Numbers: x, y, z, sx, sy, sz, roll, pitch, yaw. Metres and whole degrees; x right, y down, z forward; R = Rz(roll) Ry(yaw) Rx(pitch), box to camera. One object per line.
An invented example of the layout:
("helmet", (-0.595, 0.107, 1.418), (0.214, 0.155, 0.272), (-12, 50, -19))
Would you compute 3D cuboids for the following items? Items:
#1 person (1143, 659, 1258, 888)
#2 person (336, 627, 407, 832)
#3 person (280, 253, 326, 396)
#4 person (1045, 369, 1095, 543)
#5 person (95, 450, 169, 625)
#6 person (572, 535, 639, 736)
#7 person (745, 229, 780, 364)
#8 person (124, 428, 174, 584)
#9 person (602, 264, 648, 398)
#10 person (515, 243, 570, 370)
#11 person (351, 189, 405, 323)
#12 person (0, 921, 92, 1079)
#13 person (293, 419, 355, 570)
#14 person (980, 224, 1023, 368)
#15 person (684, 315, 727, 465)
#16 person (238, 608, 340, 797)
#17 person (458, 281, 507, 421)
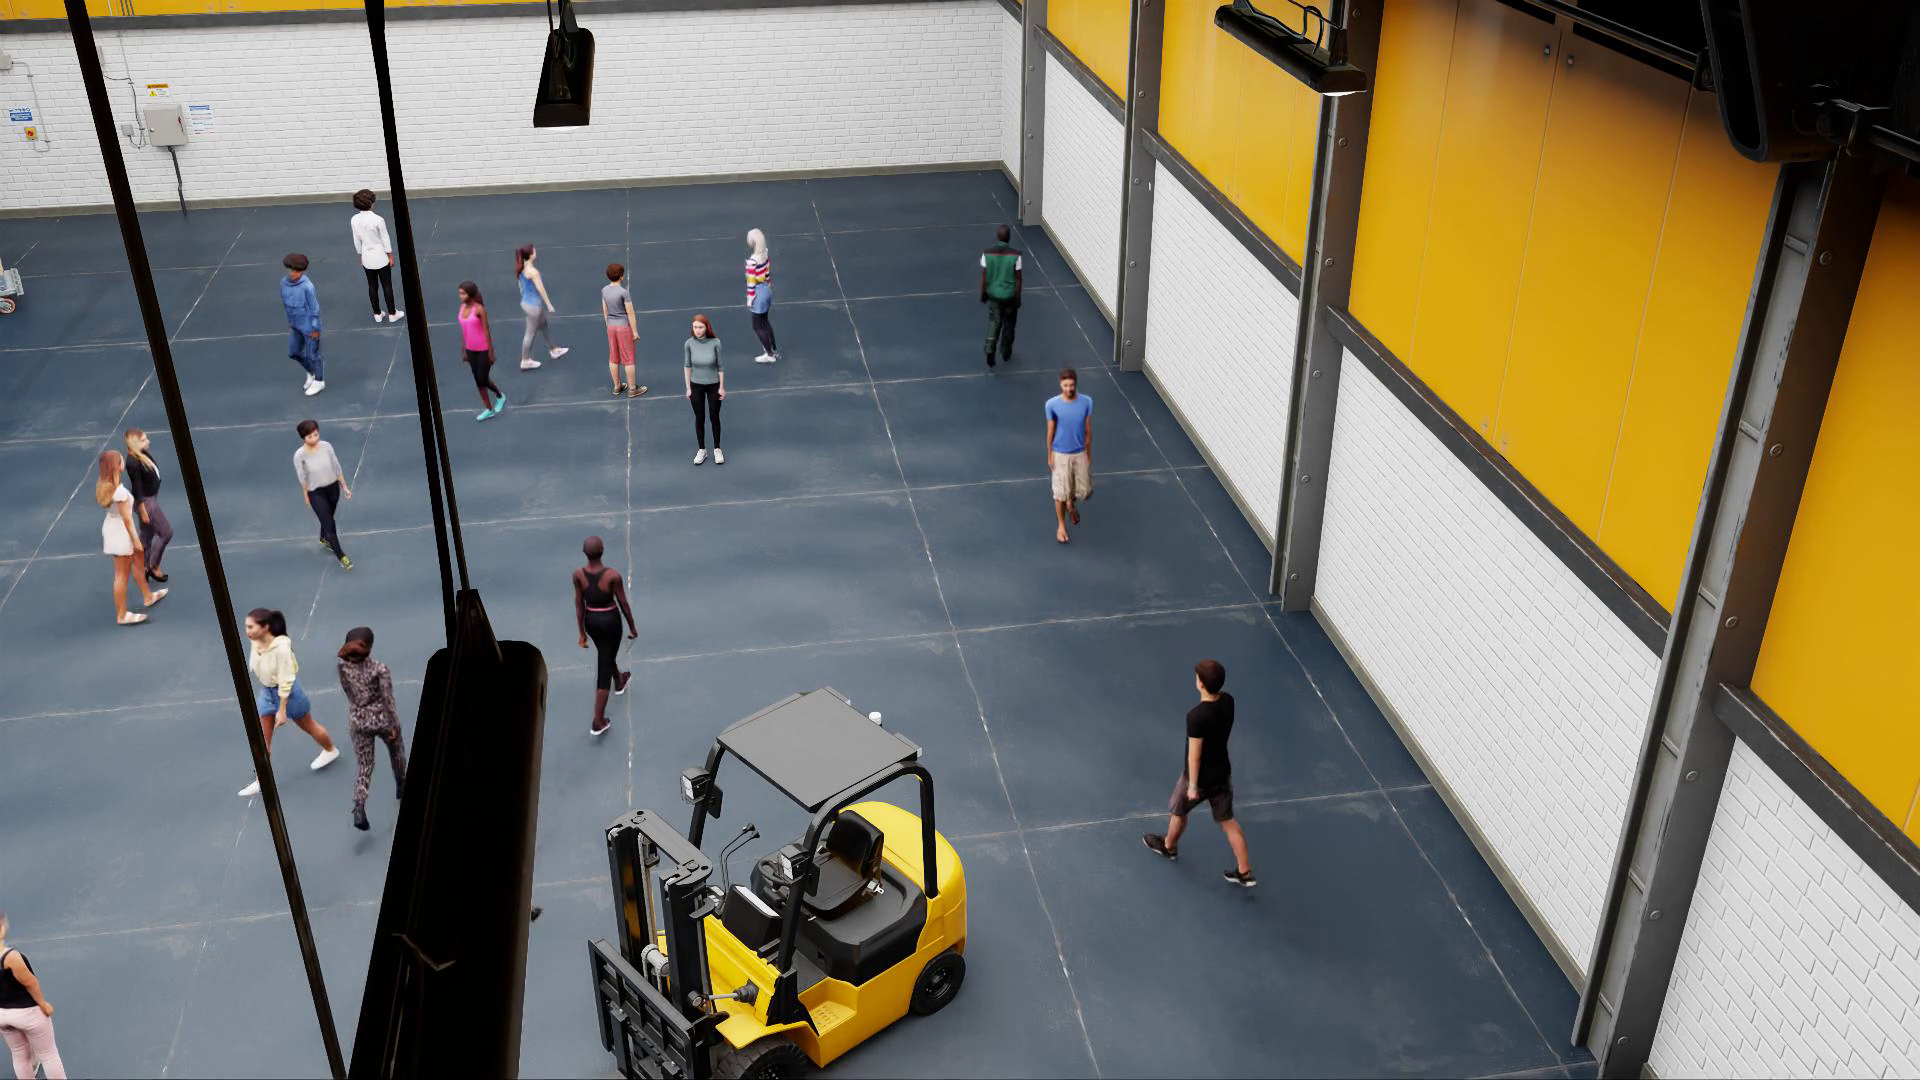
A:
("person", (1.876, 1.737, 12.087), (1.122, 1.824, 1.320), (-23, 36, -36))
("person", (-4.545, 1.445, 12.759), (0.732, 1.693, 1.125), (2, 29, 3))
("person", (-7.881, -2.644, 20.159), (0.820, 1.786, 0.852), (14, 32, 24))
("person", (1.090, -0.914, 16.926), (0.649, 1.844, 0.744), (-4, 29, -8))
("person", (-7.836, -0.005, 15.445), (0.865, 1.666, 0.843), (-21, 35, -33))
("person", (-3.007, 0.817, 13.899), (0.875, 1.704, 1.271), (4, 29, 7))
("person", (-2.490, -3.077, 20.958), (0.841, 1.779, 0.677), (17, 33, 29))
("person", (-7.922, -0.305, 16.009), (0.755, 1.652, 0.625), (-12, 31, -22))
("person", (-4.111, -2.539, 20.106), (0.662, 1.651, 0.689), (12, 31, 20))
("person", (-5.428, -2.896, 20.831), (0.871, 1.583, 0.946), (-17, 33, -29))
("person", (-7.834, -3.804, 22.261), (0.693, 1.809, 0.668), (3, 29, 6))
("person", (-5.782, 2.900, 10.228), (0.584, 1.563, 0.598), (3, 29, 6))
("person", (-6.359, -0.506, 16.524), (1.084, 1.513, 0.967), (23, 36, 36))
("person", (0.514, -3.028, 20.825), (0.960, 1.821, 1.153), (8, 30, 14))
("person", (-2.816, -1.674, 18.425), (0.615, 1.743, 0.572), (-1, 29, -2))
("person", (-5.325, 1.234, 13.263), (1.074, 1.581, 1.181), (16, 32, 26))
("person", (-5.576, -2.243, 19.498), (0.736, 1.715, 0.799), (14, 32, 24))
